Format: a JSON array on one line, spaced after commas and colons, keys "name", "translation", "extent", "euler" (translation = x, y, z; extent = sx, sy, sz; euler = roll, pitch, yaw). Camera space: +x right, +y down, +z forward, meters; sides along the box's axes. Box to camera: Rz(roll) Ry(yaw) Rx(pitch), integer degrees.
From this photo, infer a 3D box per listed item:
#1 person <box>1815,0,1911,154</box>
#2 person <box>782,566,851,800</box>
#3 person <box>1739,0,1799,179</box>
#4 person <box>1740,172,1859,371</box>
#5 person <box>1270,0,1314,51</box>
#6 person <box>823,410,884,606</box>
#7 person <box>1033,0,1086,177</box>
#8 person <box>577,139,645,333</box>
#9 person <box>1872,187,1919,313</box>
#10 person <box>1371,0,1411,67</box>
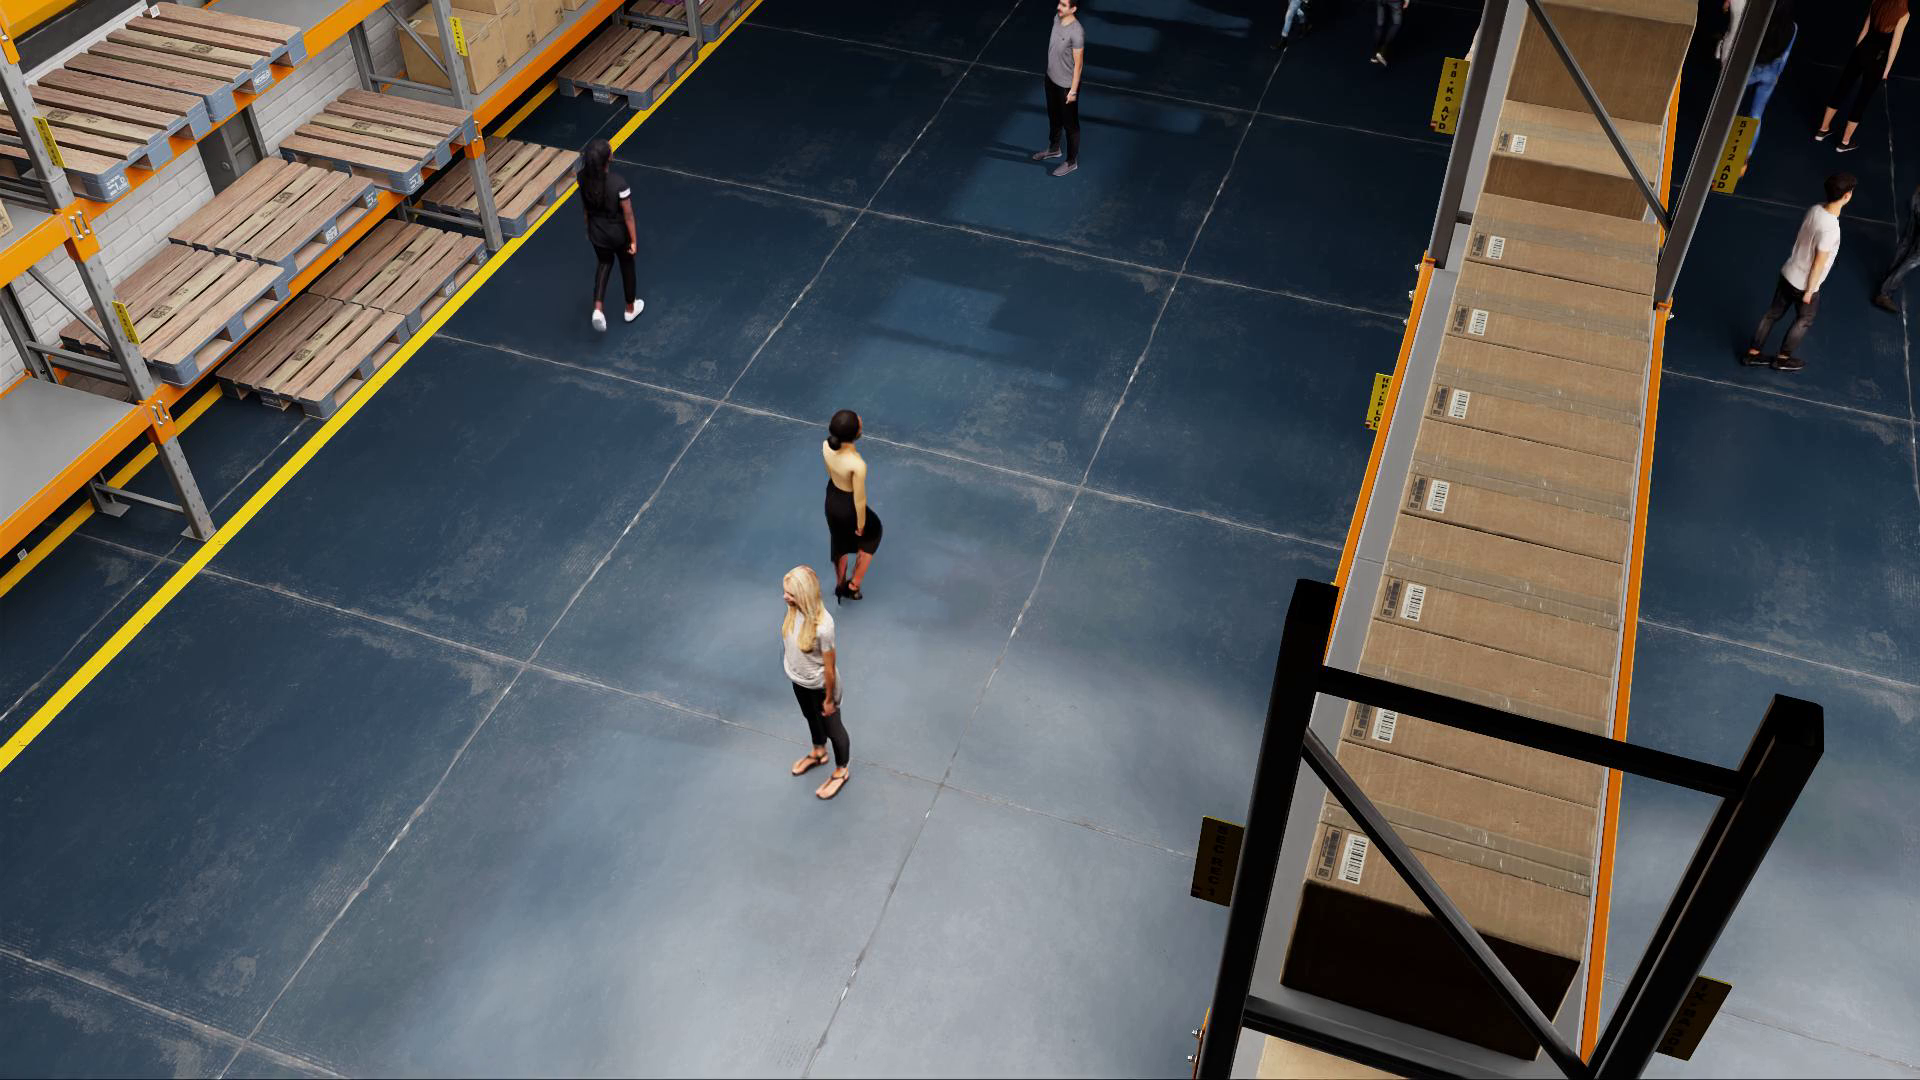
[{"name": "person", "translation": [8.533, -4.508, 15.634], "extent": [0.692, 1.722, 0.645], "euler": [-21, 48, -21]}, {"name": "person", "translation": [-0.858, 0.823, 9.963], "extent": [0.668, 1.826, 0.668], "euler": [-33, 53, -30]}, {"name": "person", "translation": [7.348, -4.162, 15.317], "extent": [0.794, 1.659, 1.245], "euler": [5, 44, 5]}, {"name": "person", "translation": [6.593, -2.069, 13.102], "extent": [0.851, 1.684, 0.777], "euler": [7, 44, 7]}, {"name": "person", "translation": [3.534, -5.728, 17.307], "extent": [0.885, 1.181, 0.764], "euler": [-24, 49, -23]}, {"name": "person", "translation": [-0.813, -0.153, 11.119], "extent": [0.654, 1.645, 0.695], "euler": [30, 51, 28]}, {"name": "person", "translation": [0.961, -4.246, 15.336], "extent": [0.740, 1.753, 0.701], "euler": [-23, 48, -22]}, {"name": "person", "translation": [-2.864, -2.423, 13.452], "extent": [0.674, 1.713, 0.931], "euler": [10, 45, 10]}, {"name": "person", "translation": [8.007, -2.755, 13.777], "extent": [0.872, 1.745, 0.662], "euler": [-9, 44, -10]}, {"name": "person", "translation": [4.341, -5.489, 16.859], "extent": [0.624, 1.453, 0.739], "euler": [24, 49, 23]}]
